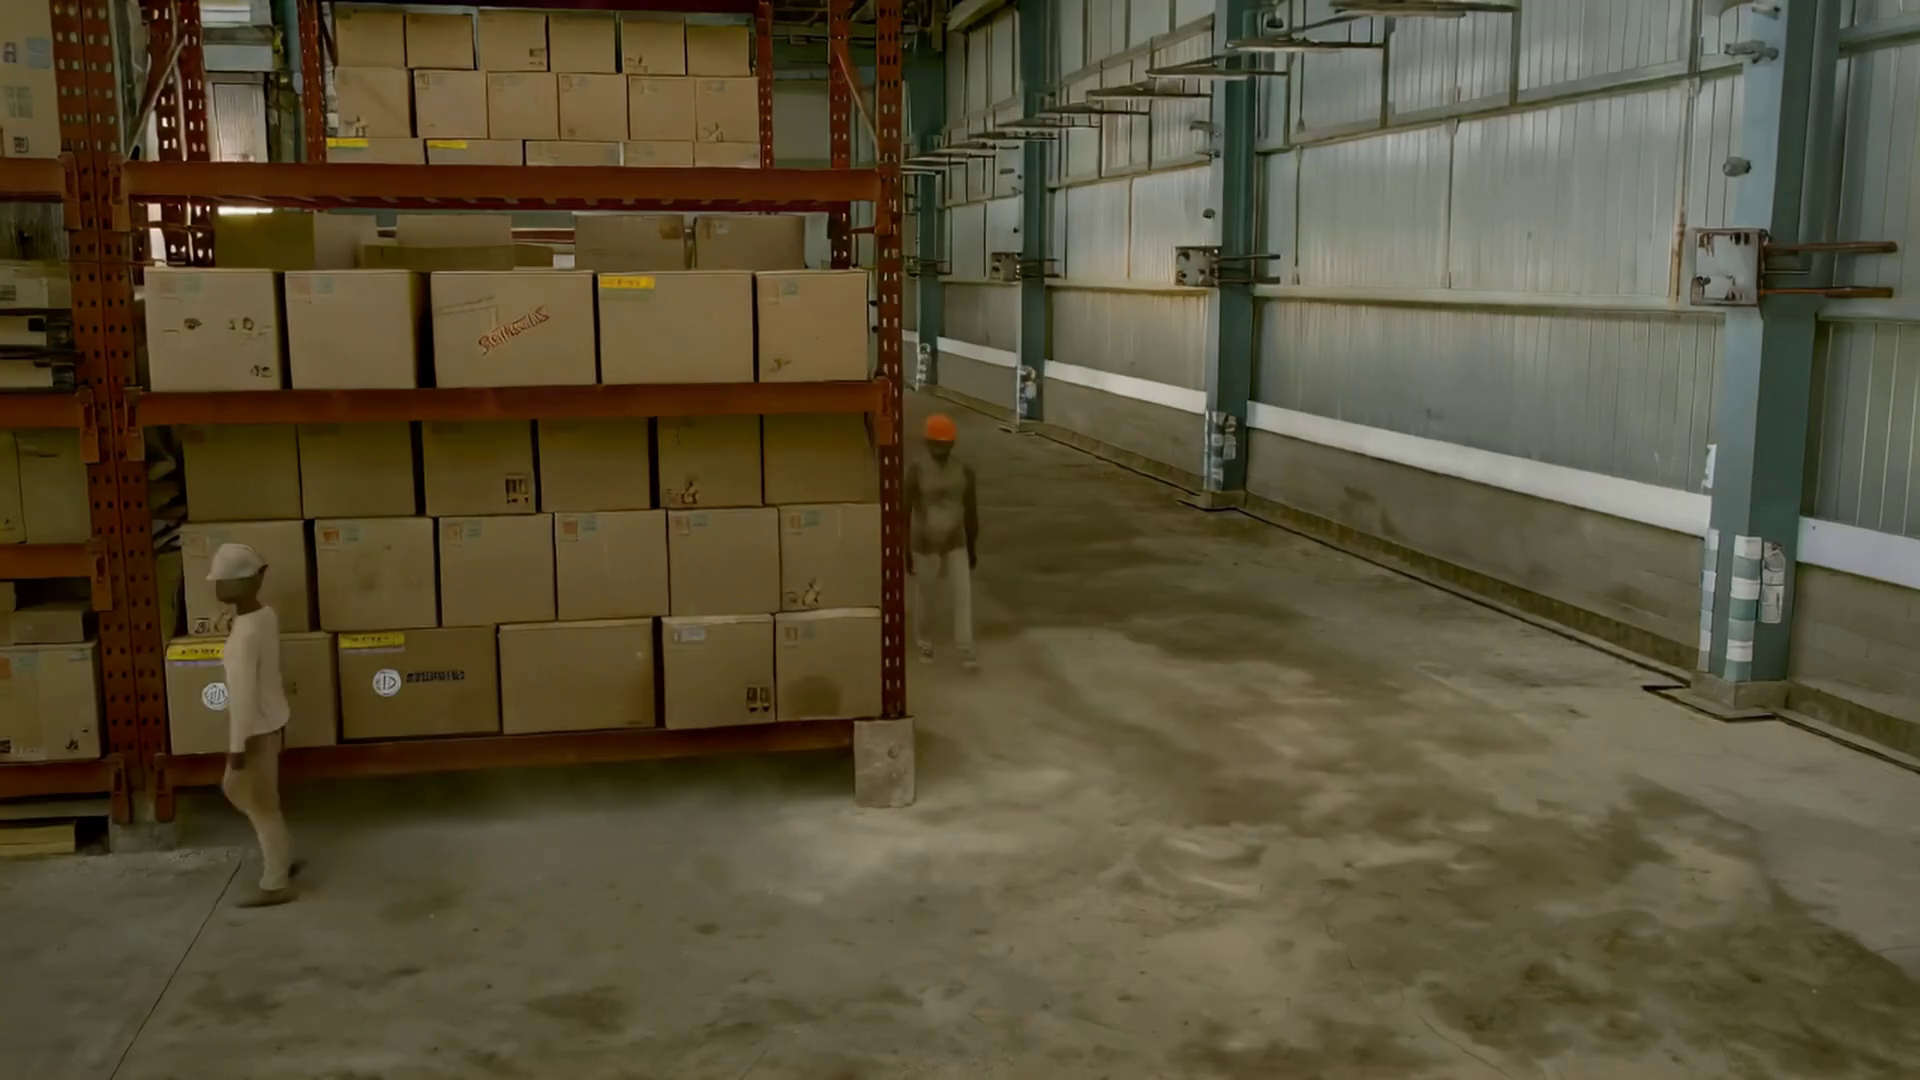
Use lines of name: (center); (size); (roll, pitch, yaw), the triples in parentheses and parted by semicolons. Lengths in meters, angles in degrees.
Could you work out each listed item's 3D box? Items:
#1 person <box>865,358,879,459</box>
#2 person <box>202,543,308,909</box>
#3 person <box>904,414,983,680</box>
person: (-1.560, -2.262, 26.373); (0.621, 1.964, 0.957); (-4, 10, -25)
person: (-3.348, 0.881, 7.828); (0.364, 1.754, 0.545); (-2, 10, -14)
person: (-0.117, 0.068, 12.183); (0.649, 1.954, 0.925); (-3, 10, -17)
